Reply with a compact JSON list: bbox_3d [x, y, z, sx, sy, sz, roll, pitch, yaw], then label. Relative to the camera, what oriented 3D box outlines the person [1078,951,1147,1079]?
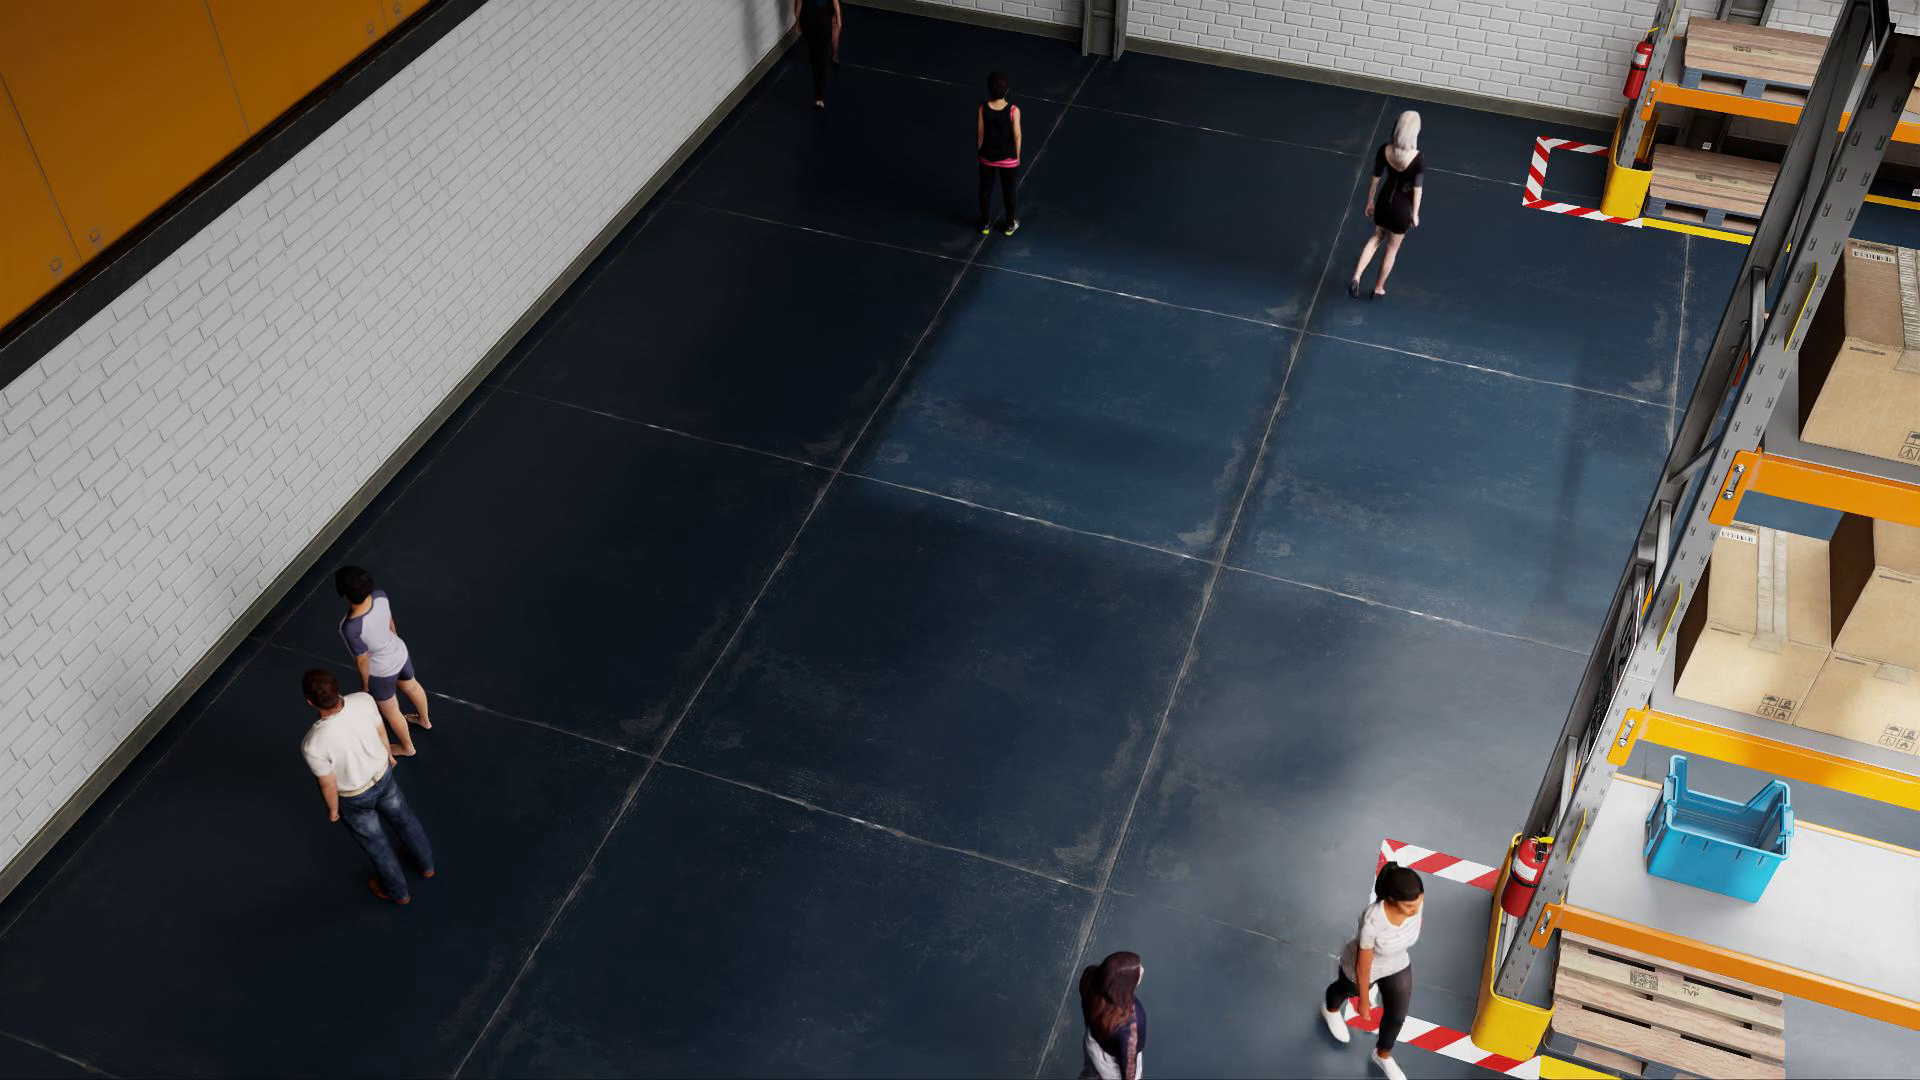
[{"bbox_3d":[0.773,2.559,8.361,0.731,1.607,0.665,-19,47,-19],"label":"person"}]

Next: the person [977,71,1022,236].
[{"bbox_3d":[0.334,-3.412,14.670,0.476,1.551,0.623,8,44,8],"label":"person"}]

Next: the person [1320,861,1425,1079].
[{"bbox_3d":[2.124,2.166,8.766,0.876,1.617,0.928,-16,46,-16],"label":"person"}]

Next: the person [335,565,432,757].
[{"bbox_3d":[-3.583,0.738,10.303,0.517,1.565,0.558,13,45,13],"label":"person"}]

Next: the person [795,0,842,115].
[{"bbox_3d":[-1.411,-4.966,16.180,0.826,1.716,0.736,6,44,6],"label":"person"}]

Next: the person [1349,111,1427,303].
[{"bbox_3d":[3.527,-2.678,13.706,0.837,1.817,0.814,31,52,28],"label":"person"}]

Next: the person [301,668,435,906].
[{"bbox_3d":[-3.366,1.394,9.406,0.620,1.853,0.704,22,48,22],"label":"person"}]
